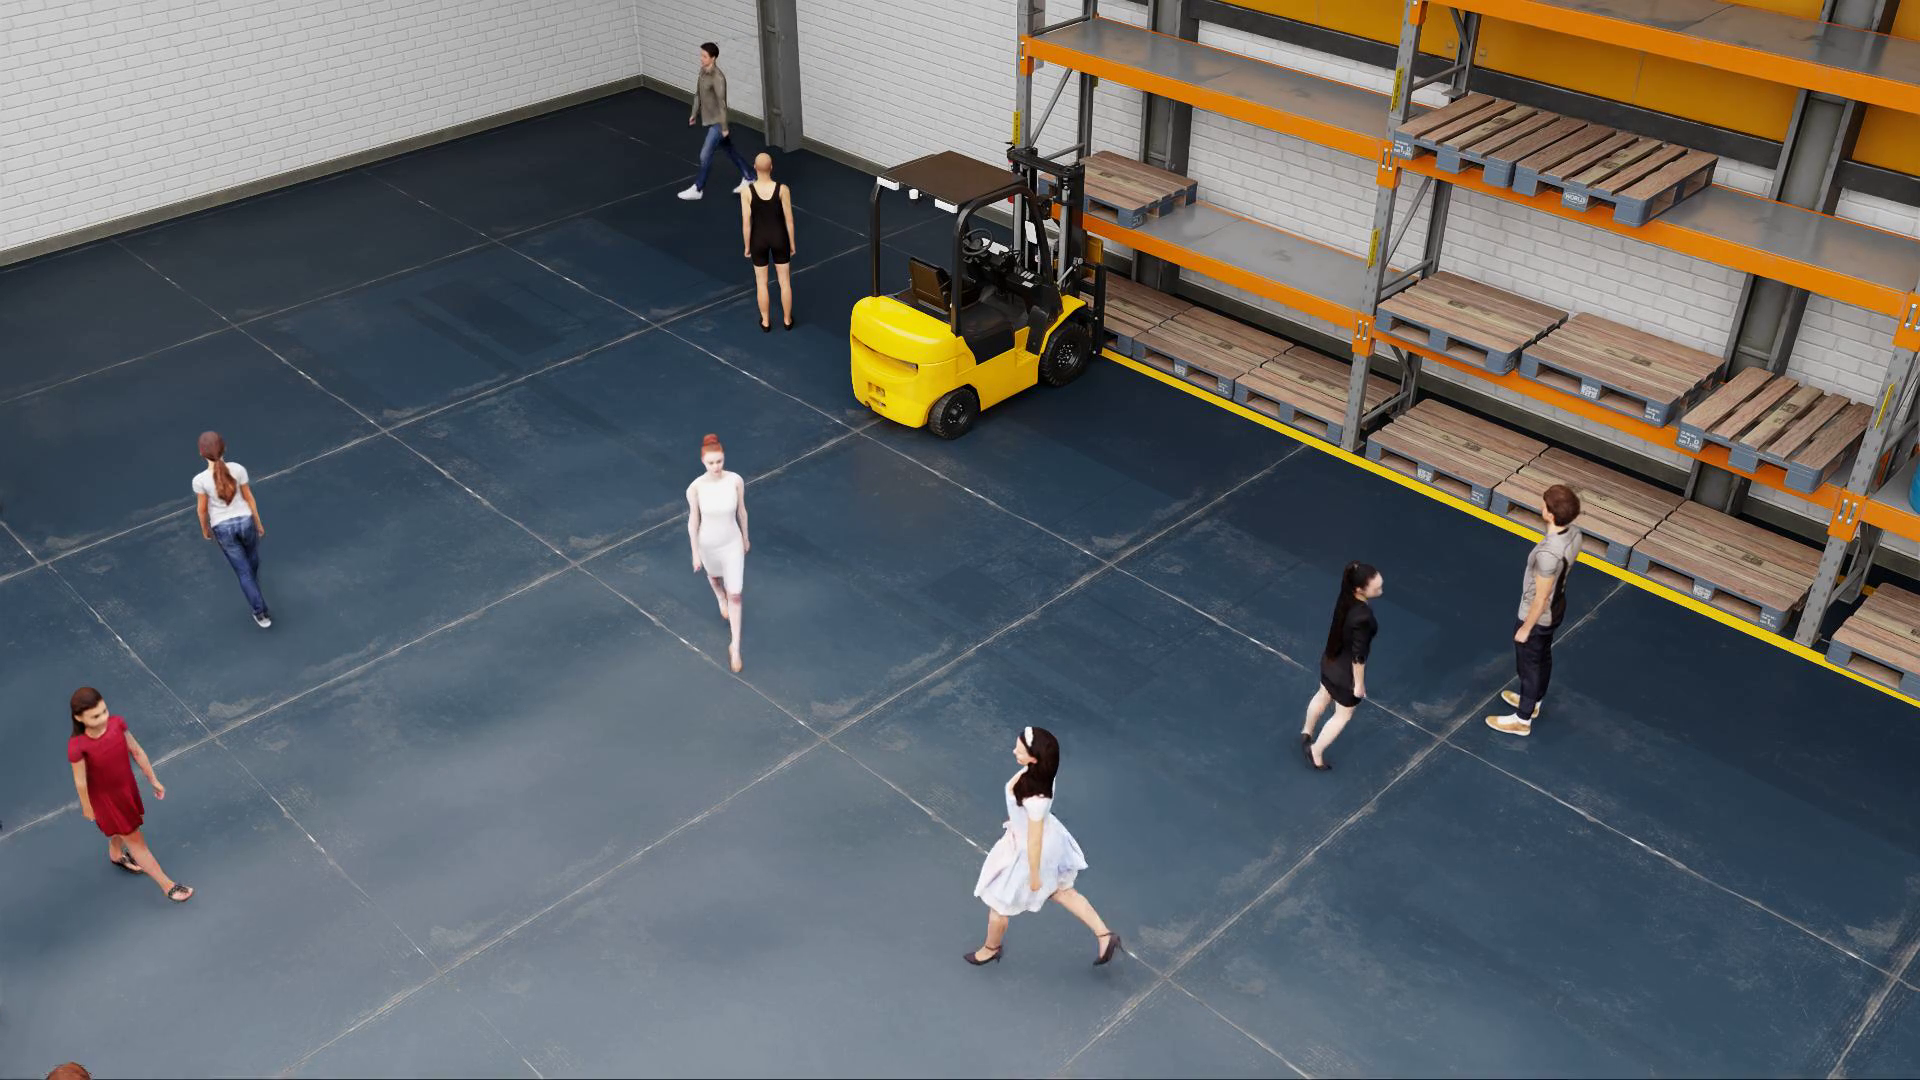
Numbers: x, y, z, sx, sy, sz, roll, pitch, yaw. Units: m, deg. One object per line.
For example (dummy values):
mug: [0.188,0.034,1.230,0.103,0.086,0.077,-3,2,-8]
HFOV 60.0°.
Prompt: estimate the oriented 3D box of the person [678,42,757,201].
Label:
person: [-2.693,-4.786,19.031,1.090,1.824,1.243,-12,35,-18]

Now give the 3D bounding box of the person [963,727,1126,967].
person: [0.498,1.764,9.214,1.235,1.782,1.093,4,34,6]

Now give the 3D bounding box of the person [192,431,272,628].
person: [-5.301,-0.055,12.186,0.675,1.522,1.059,-21,39,-29]

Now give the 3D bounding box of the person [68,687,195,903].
person: [-5.100,1.465,9.917,1.084,1.503,0.788,13,36,18]

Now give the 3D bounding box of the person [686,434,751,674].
person: [-1.727,0.020,11.877,0.964,1.739,1.185,-8,34,-12]

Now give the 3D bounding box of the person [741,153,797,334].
person: [-1.853,-2.888,16.183,0.714,1.816,0.731,-5,34,-7]

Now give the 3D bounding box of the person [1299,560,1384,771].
person: [2.435,0.815,10.738,0.850,1.676,0.732,-12,35,-18]

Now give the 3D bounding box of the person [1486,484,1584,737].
person: [3.866,0.470,11.061,0.585,1.892,0.685,22,39,29]
